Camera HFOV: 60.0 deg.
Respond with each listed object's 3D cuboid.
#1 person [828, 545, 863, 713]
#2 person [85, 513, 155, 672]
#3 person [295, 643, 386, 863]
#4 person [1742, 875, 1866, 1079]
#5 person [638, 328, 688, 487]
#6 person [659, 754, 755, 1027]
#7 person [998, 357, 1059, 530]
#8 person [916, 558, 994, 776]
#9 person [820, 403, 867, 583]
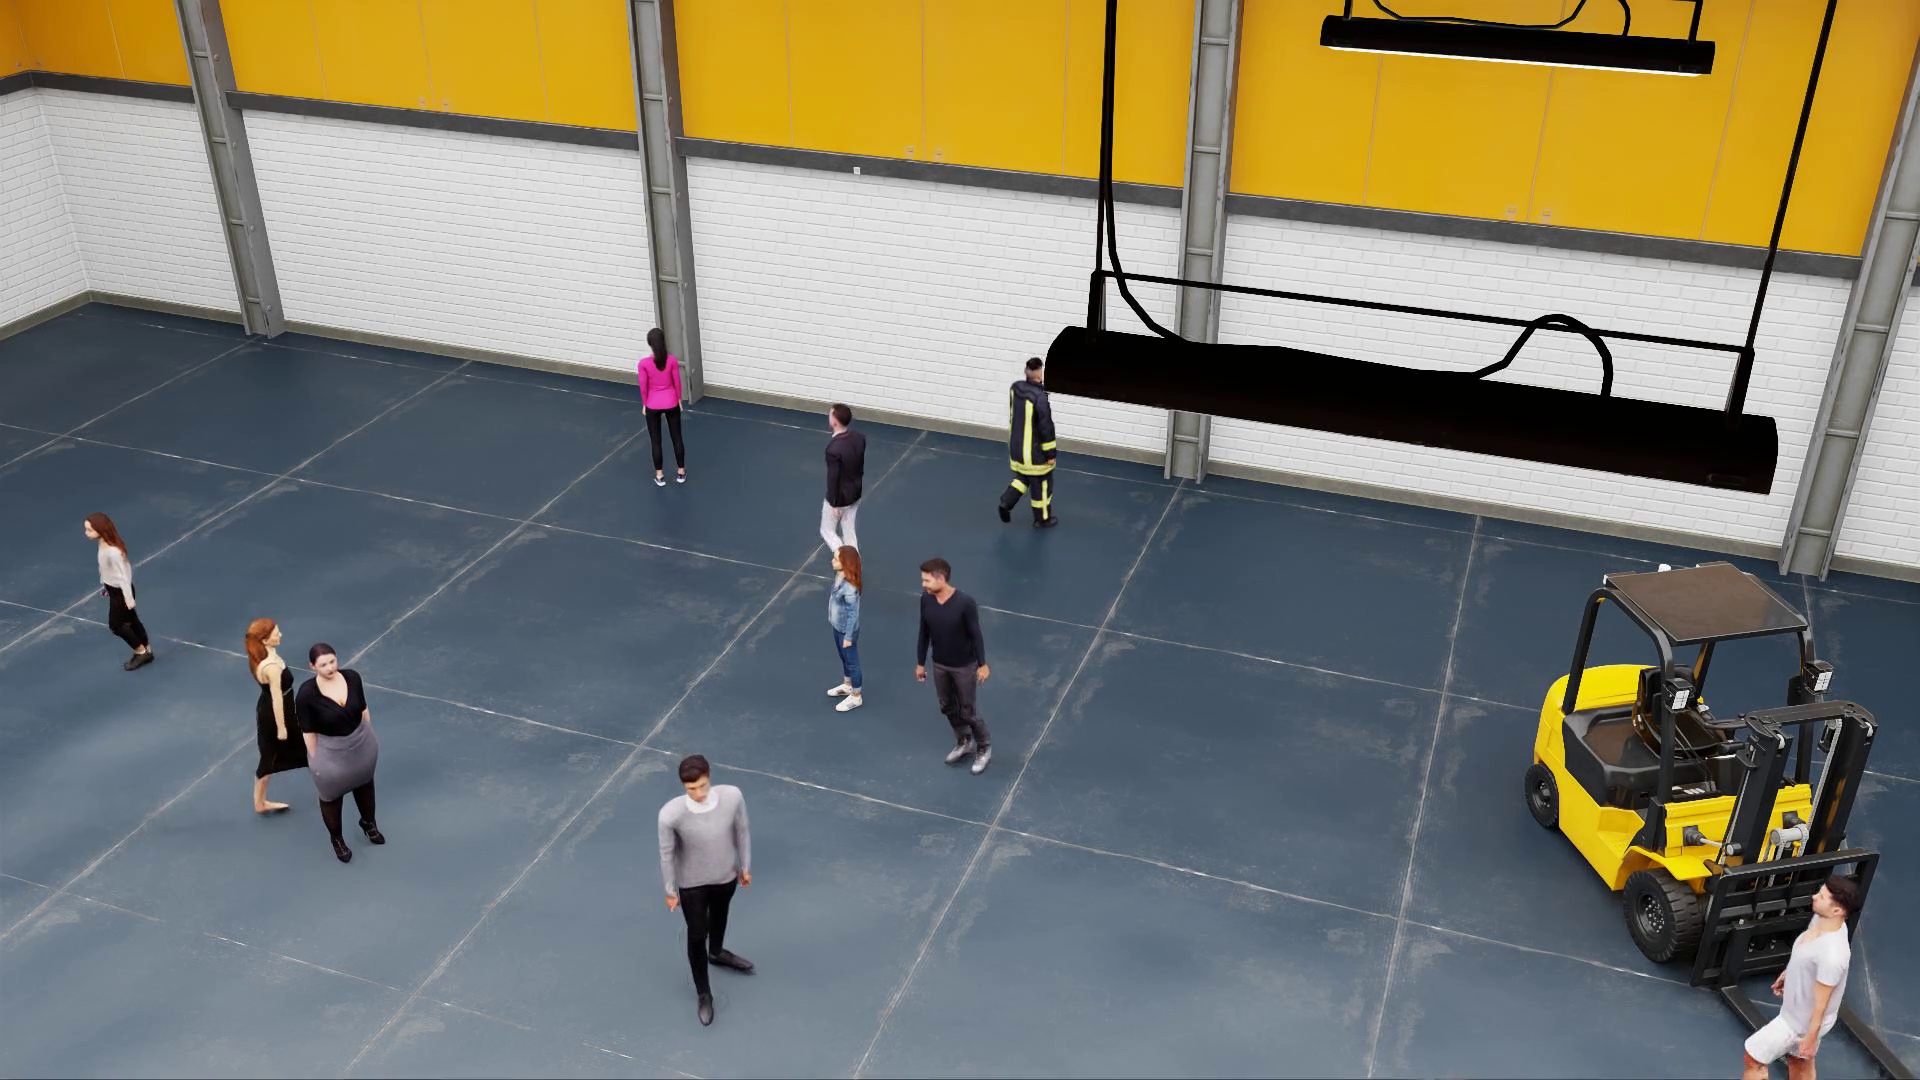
[{"bbox_3d":[-0.925,0.697,13.587,0.681,1.477,0.639,-9,30,-17],"label":"person"},{"bbox_3d":[-7.060,0.403,14.126,0.687,1.476,0.596,-20,35,-33],"label":"person"},{"bbox_3d":[-4.418,1.485,11.847,0.758,1.759,0.757,25,37,37],"label":"person"},{"bbox_3d":[4.936,2.716,9.510,0.850,1.837,0.741,13,31,22],"label":"person"},{"bbox_3d":[-3.068,-1.380,17.160,0.671,1.701,0.747,-8,30,-15],"label":"person"},{"bbox_3d":[-1.625,2.085,10.602,0.985,1.899,1.056,-20,34,-32],"label":"person"},{"bbox_3d":[0.659,-0.937,16.197,1.049,1.845,0.993,-19,34,-30],"label":"person"},{"bbox_3d":[0.002,0.939,12.766,0.617,1.837,0.823,8,30,15],"label":"person"},{"bbox_3d":[-0.990,-0.363,15.164,0.796,1.828,0.778,23,36,36],"label":"person"}]
